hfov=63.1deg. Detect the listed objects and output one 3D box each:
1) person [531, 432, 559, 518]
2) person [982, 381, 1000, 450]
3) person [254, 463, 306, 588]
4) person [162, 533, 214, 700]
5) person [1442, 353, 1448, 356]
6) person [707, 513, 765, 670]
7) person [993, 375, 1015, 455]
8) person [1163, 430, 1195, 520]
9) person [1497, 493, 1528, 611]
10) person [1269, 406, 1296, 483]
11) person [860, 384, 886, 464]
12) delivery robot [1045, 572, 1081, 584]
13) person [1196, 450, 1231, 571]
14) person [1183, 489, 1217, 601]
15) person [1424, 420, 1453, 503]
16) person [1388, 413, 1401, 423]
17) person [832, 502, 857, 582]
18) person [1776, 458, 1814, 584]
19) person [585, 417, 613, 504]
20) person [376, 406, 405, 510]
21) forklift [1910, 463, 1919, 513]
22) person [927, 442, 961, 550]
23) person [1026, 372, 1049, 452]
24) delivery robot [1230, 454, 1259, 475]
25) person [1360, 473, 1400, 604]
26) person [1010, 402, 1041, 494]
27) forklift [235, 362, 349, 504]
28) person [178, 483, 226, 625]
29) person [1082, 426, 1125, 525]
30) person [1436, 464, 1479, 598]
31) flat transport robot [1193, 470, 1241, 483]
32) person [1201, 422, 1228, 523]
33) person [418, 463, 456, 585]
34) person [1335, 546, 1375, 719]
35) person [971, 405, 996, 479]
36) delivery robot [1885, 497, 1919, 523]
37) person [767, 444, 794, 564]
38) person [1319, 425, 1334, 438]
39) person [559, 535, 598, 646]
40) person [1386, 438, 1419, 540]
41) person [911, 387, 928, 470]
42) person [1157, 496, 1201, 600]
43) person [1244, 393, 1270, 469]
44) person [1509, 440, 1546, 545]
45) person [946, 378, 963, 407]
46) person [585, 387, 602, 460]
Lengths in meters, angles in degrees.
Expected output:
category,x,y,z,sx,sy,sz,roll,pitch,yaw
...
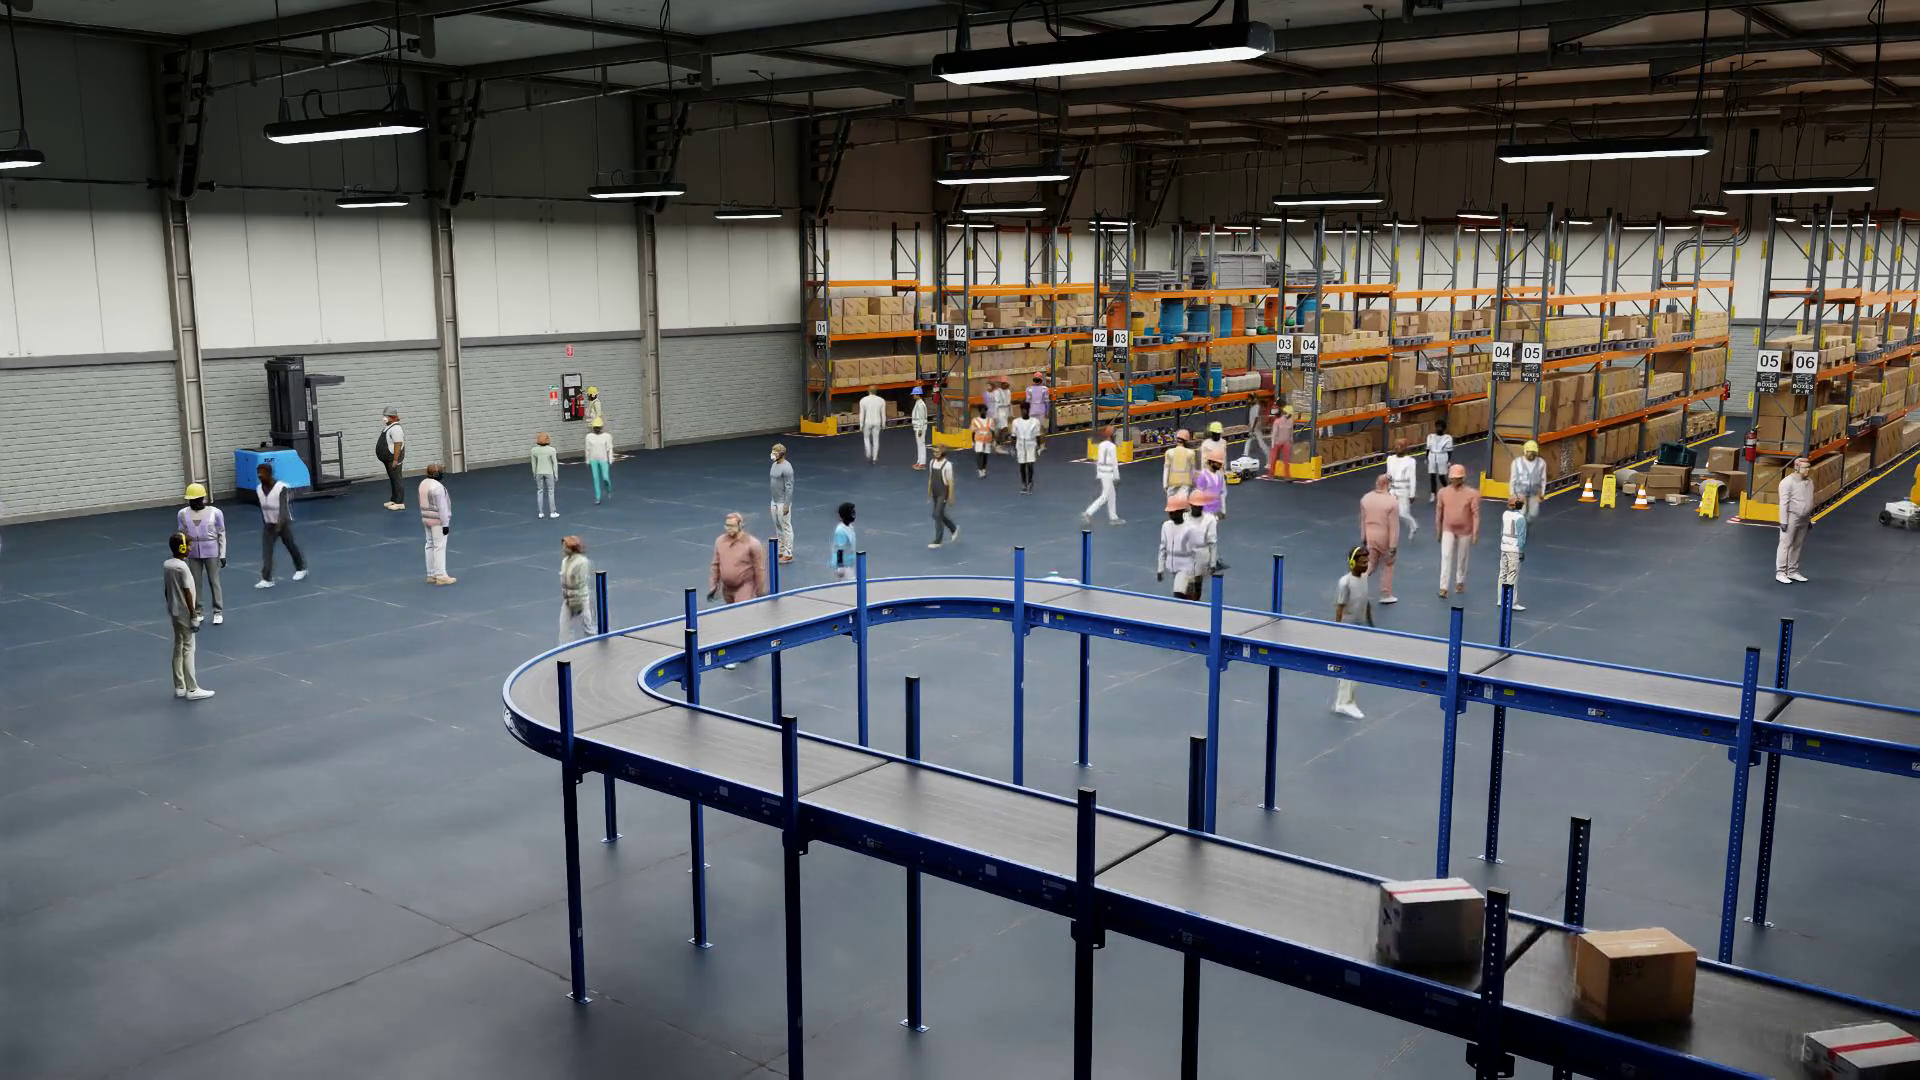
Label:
category,x,y,z,sx,sy,sz,roll,pitch,yaw
person,-7.910,-1.241,29.841,0.500,1.636,0.286,1,10,3
person,0.783,-3.209,40.456,0.575,1.792,0.954,6,12,29
person,-10.348,-0.255,23.713,0.588,1.868,1.029,3,10,15
person,-8.666,0.842,17.485,0.518,1.865,0.327,8,13,37
person,15.989,-5.218,51.516,0.997,1.882,0.562,0,10,-1
person,-2.734,0.609,18.785,0.642,1.860,0.974,6,12,29
person,1.185,-3.145,39.498,0.866,2.008,0.639,7,12,33
person,3.928,-1.036,28.013,0.554,1.866,1.038,2,10,11
person,7.756,0.158,21.955,0.312,1.642,0.512,-2,10,-10
person,7.121,-2.110,34.551,0.582,1.695,0.903,-3,10,-15
person,-2.133,-2.821,37.974,0.657,1.906,0.798,-2,10,-11
delivery robot,1.321,0.687,21.889,0.707,0.478,0.477,-4,11,-20
person,4.048,-0.465,24.741,0.555,1.894,0.932,-9,13,-41
person,3.131,0.239,20.820,0.555,1.893,1.008,1,10,5
person,9.723,-1.611,31.794,0.539,1.684,0.419,7,12,34
person,13.187,-4.333,47.240,0.309,1.640,0.511,-4,11,-22
person,-1.518,0.326,20.871,0.371,1.680,0.548,2,10,9
person,12.732,-0.302,23.795,0.639,1.910,0.407,-5,11,-25
person,-7.283,-1.603,31.545,0.537,1.752,0.381,0,10,-1
person,-11.259,-1.614,30.927,0.538,2.000,0.687,-6,12,-30
forklift,19.034,-1.348,28.998,2.313,2.155,1.214,8,13,37
person,-0.272,-0.779,26.732,0.716,1.823,0.525,-8,13,-37
person,1.998,-3.304,40.311,0.605,2.045,0.377,1,10,6
delivery robot,6.432,-1.694,35.292,0.707,0.478,0.477,-9,13,-40
person,5.939,-0.010,22.222,0.685,1.879,0.657,-8,13,-38
person,1.357,-1.917,32.765,0.647,1.940,0.712,2,10,13
forklift,-13.803,-2.244,32.110,1.129,2.768,1.873,8,13,37
person,-10.166,0.187,20.995,0.591,1.923,0.381,-1,10,-7
person,2.650,-1.186,28.938,0.827,1.857,0.585,-3,10,-15
person,7.237,-0.139,22.795,0.623,1.947,1.024,5,11,25
flat transport robot,5.519,-1.419,34.805,1.431,0.197,0.652,2,10,13
person,4.763,-1.261,29.174,0.627,1.908,0.424,-6,12,-32
person,-7.933,-0.257,23.736,0.633,1.839,0.429,10,14,43
person,4.281,0.986,16.741,0.571,1.848,0.512,8,13,39
person,0.552,-2.199,35.179,0.538,1.656,0.848,-3,10,-16
delivery robot,17.409,-0.540,28.799,0.477,0.478,0.707,-1,10,-7
person,-2.909,-0.601,25.393,0.372,1.940,0.629,-6,12,-31
person,10.137,-3.713,43.180,0.619,1.845,0.430,9,14,42
person,-4.573,0.729,18.798,0.513,1.614,0.742,9,13,40
person,7.600,-0.831,26.911,0.752,1.863,0.583,-8,13,-39
person,-0.962,-2.633,36.802,0.405,1.948,0.605,-1,10,-7
person,2.821,0.354,20.199,1.018,1.877,0.546,-9,14,-42
person,6.981,-2.565,36.843,1.014,1.812,0.538,-2,10,-13
person,9.812,-0.838,27.071,0.618,1.815,0.485,1,10,7
person,-0.113,-3.991,44.503,0.653,1.926,0.437,5,11,24
person,-8.955,-2.833,38.249,0.404,1.831,0.600,-5,11,-26
